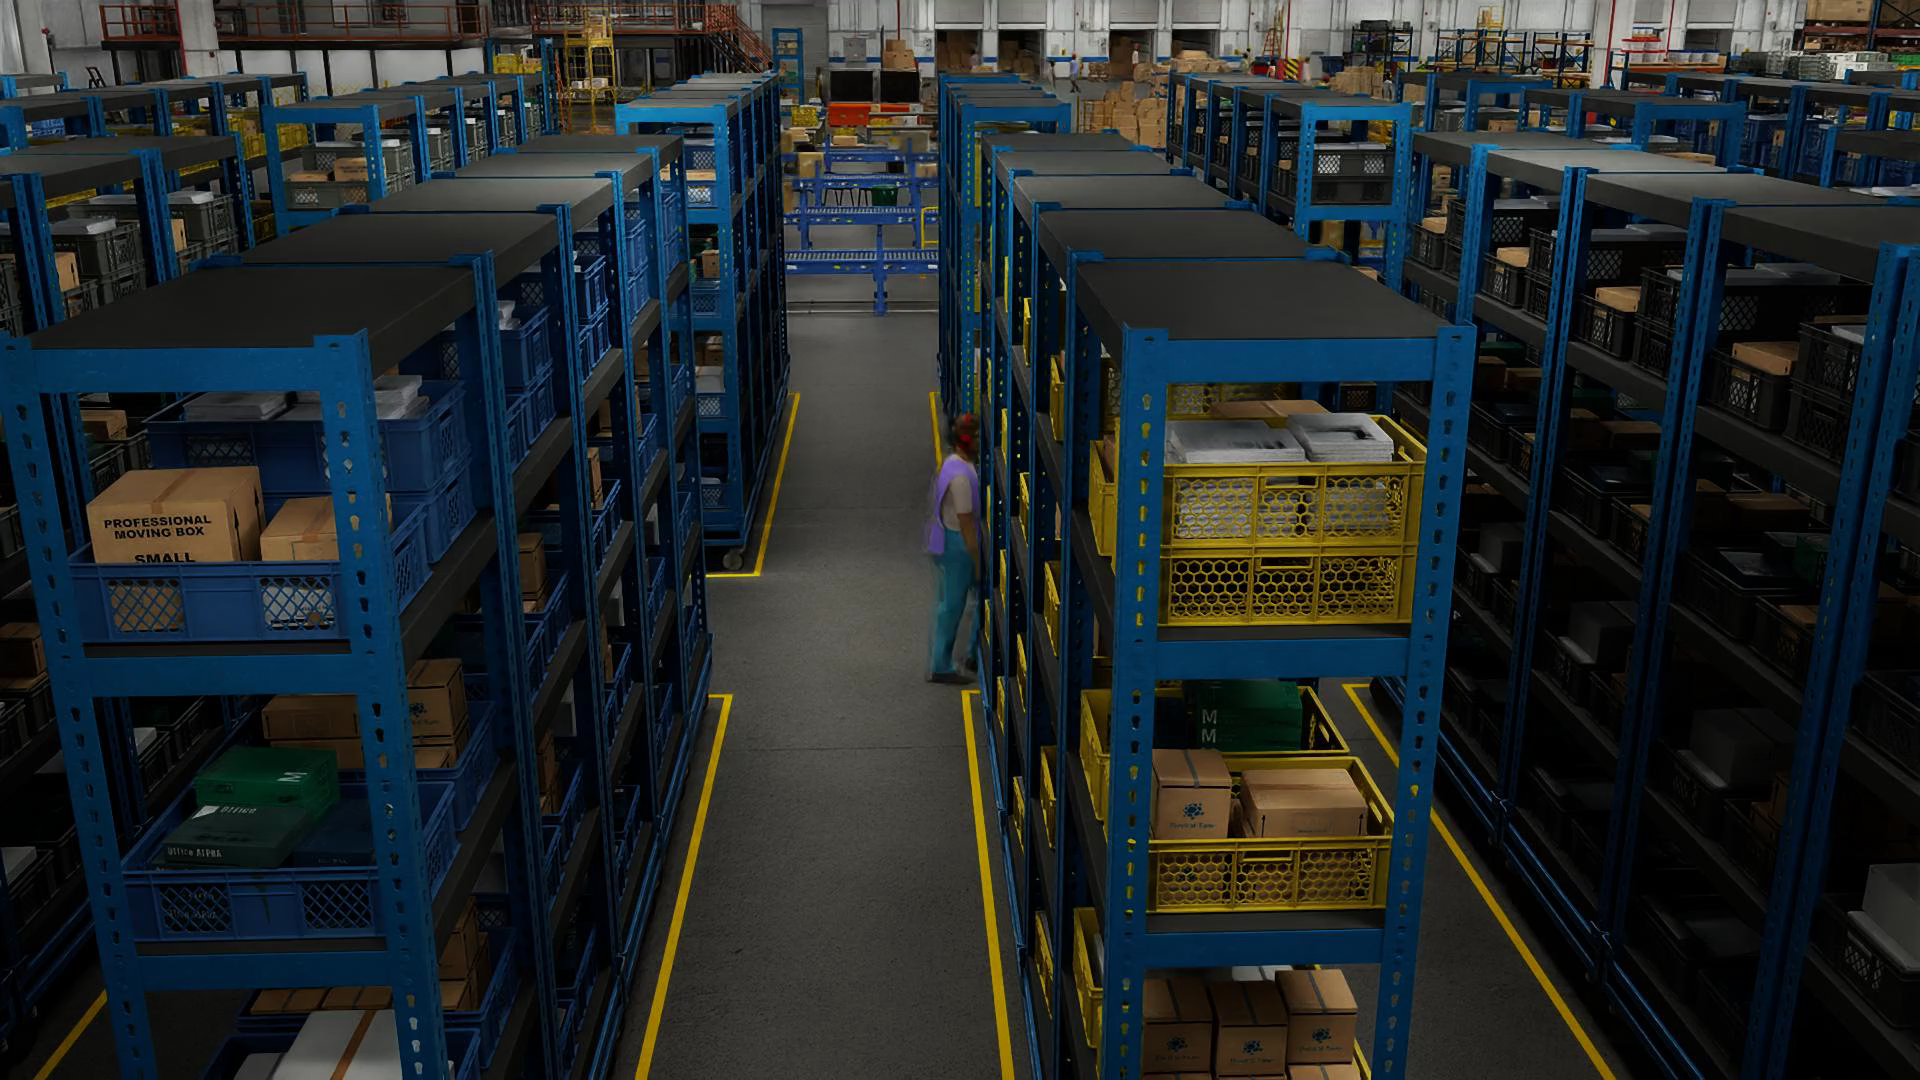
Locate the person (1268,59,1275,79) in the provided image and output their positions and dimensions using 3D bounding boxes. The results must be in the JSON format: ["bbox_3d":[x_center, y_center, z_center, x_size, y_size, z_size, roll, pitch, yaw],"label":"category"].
[{"bbox_3d":[15.068,-22.390,80.459,0.321,1.693,0.534,14,22,36],"label":"person"}]

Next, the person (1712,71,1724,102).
[{"bbox_3d":[28.457,-16.588,62.230,0.579,1.868,0.606,10,20,28],"label":"person"}]

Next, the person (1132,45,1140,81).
[{"bbox_3d":[10.039,-27.242,95.011,0.393,1.978,0.695,-4,18,-12],"label":"person"}]

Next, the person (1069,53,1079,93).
[{"bbox_3d":[5.697,-23.154,82.452,0.547,1.924,0.628,-14,22,-36],"label":"person"}]

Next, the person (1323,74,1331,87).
[{"bbox_3d":[12.748,-15.408,58.485,0.622,1.921,0.550,3,18,8],"label":"person"}]

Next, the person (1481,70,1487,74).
[{"bbox_3d":[19.516,-16.592,62.227,0.965,1.875,0.615,12,21,32],"label":"person"}]

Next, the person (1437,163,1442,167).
[{"bbox_3d":[12.795,-10.548,43.903,0.287,1.631,0.501,3,18,10],"label":"person"}]

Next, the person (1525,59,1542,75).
[{"bbox_3d":[24.058,-19.144,69.851,0.688,2.000,0.535,5,19,15],"label":"person"}]

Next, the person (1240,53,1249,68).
[{"bbox_3d":[14.845,-24.285,86.129,0.866,1.807,0.651,11,21,32],"label":"person"}]

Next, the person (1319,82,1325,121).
[{"bbox_3d":[11.873,-14.158,54.807,0.601,1.808,0.722,2,18,6],"label":"person"}]

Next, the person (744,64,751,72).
[{"bbox_3d":[-10.773,-23.673,84.341,0.486,1.744,0.294,14,23,37],"label":"person"}]

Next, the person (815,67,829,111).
[{"bbox_3d":[-5.704,-18.378,67.848,0.807,1.821,0.510,-11,21,-32],"label":"person"}]

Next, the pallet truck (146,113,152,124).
[{"bbox_3d":[-18.087,-8.309,36.390,1.885,1.965,0.823,-1,18,-4],"label":"pallet truck"}]

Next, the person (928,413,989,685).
[{"bbox_3d":[0.099,0.079,10.714,0.660,1.823,0.573,2,18,7],"label":"person"}]

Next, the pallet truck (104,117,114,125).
[{"bbox_3d":[-18.367,-7.885,35.078,1.885,1.965,0.823,1,18,2],"label":"pallet truck"}]

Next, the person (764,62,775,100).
[{"bbox_3d":[-7.842,-18.833,69.006,0.613,1.962,0.362,-4,18,-13],"label":"person"}]

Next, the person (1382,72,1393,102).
[{"bbox_3d":[15.712,-16.237,61.135,0.310,1.864,0.532,-7,19,-21],"label":"person"}]

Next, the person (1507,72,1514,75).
[{"bbox_3d":[19.729,-15.944,60.133,0.549,1.925,0.570,0,18,0],"label":"person"}]

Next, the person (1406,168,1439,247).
[{"bbox_3d":[7.554,-5.247,27.336,0.828,1.735,0.531,-3,18,-9],"label":"person"}]

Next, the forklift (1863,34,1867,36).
[{"bbox_3d":[46.742,-24.865,86.208,1.873,2.768,1.129,10,20,27],"label":"forklift"}]

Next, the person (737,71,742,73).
[{"bbox_3d":[-8.567,-17.349,64.737,0.527,1.768,0.313,10,21,29],"label":"person"}]

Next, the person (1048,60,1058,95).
[{"bbox_3d":[4.179,-20.528,74.430,0.601,1.850,0.564,-10,20,-28],"label":"person"}]

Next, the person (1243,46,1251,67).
[{"bbox_3d":[16.434,-27.251,95.134,0.385,1.917,0.584,-9,20,-26],"label":"person"}]

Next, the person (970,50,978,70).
[{"bbox_3d":[0.738,-26.111,91.762,0.453,1.829,0.628,6,19,17],"label":"person"}]

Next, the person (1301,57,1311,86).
[{"bbox_3d":[16.181,-21.691,77.961,0.991,1.904,0.628,0,18,1],"label":"person"}]

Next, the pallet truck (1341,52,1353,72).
[{"bbox_3d":[18.794,-23.123,82.231,0.823,1.965,1.885,-13,22,-35],"label":"pallet truck"}]
